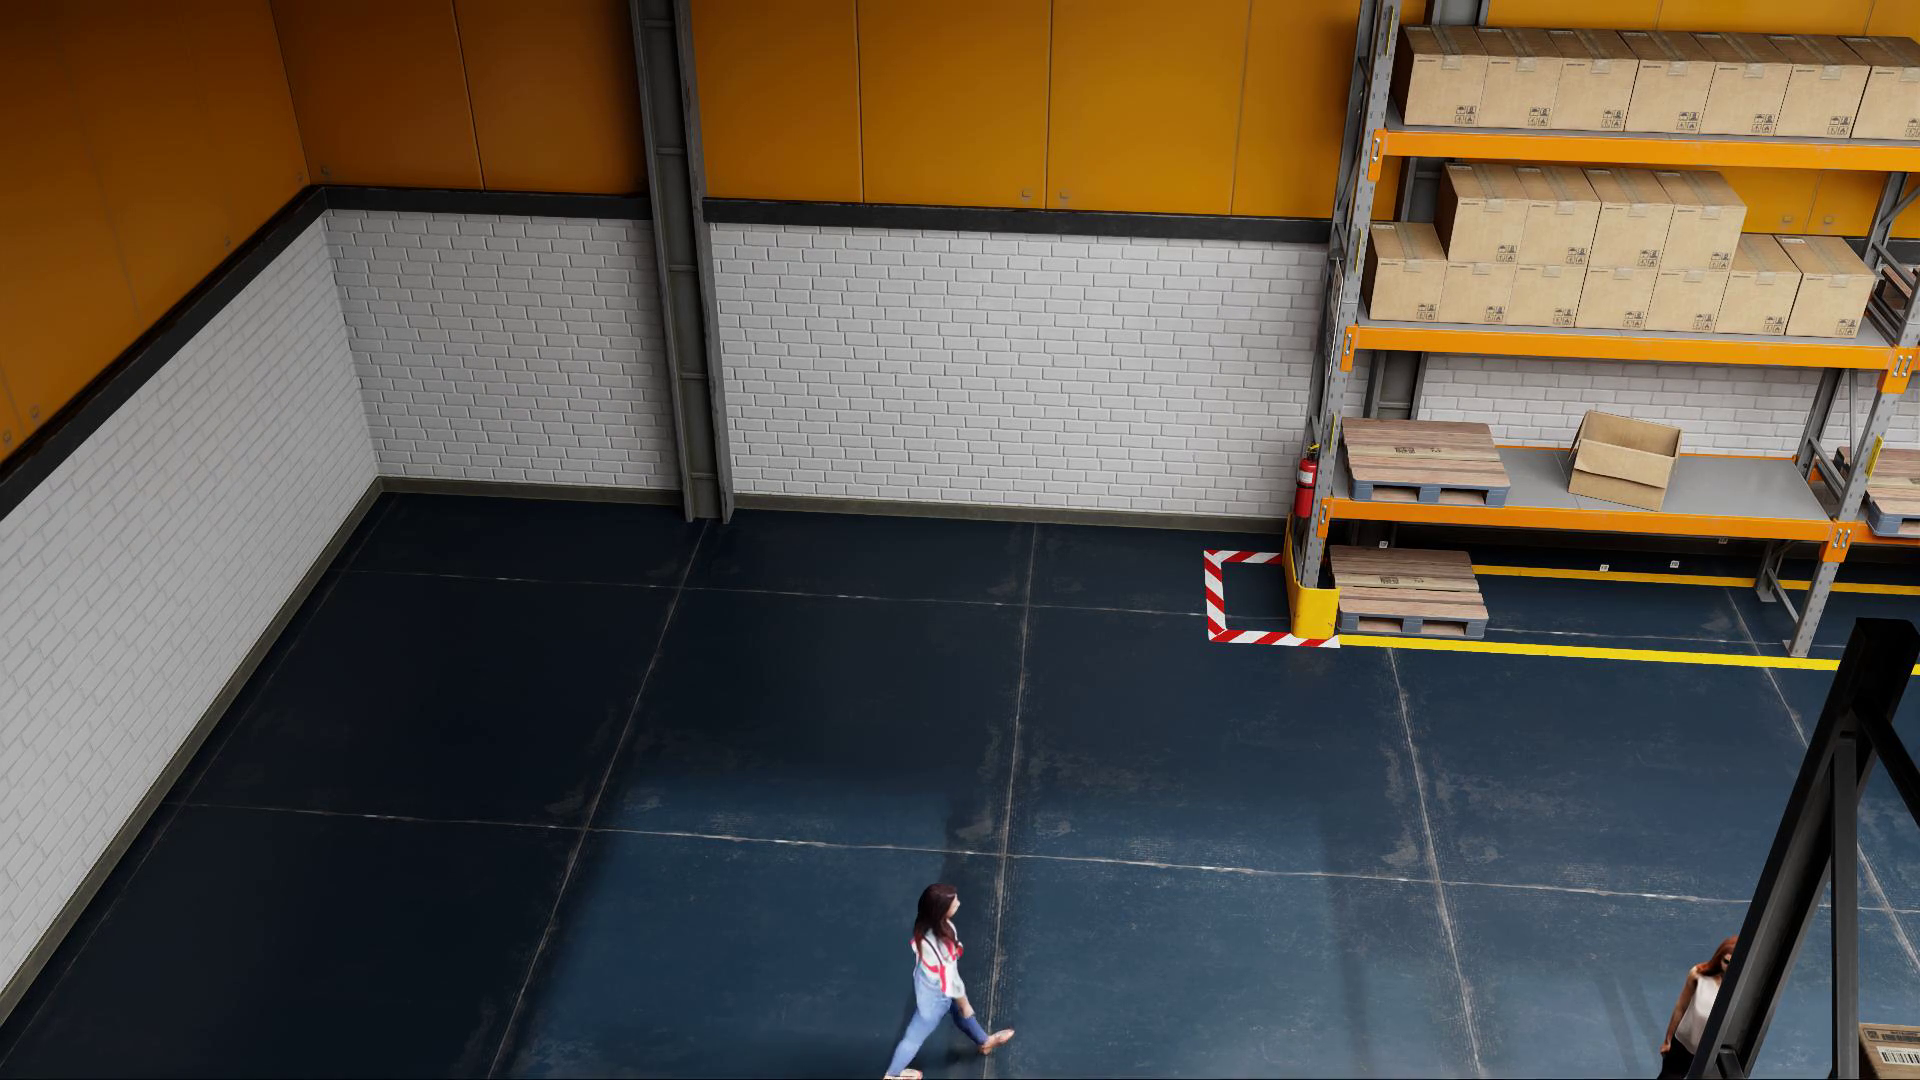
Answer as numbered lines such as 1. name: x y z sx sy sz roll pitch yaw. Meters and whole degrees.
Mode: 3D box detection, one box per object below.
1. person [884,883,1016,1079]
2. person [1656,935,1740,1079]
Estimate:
1. person: -0.224 2.623 9.637 1.145 1.562 0.847 -8 35 -12
2. person: 4.130 2.801 9.227 0.605 1.719 0.704 22 40 30
